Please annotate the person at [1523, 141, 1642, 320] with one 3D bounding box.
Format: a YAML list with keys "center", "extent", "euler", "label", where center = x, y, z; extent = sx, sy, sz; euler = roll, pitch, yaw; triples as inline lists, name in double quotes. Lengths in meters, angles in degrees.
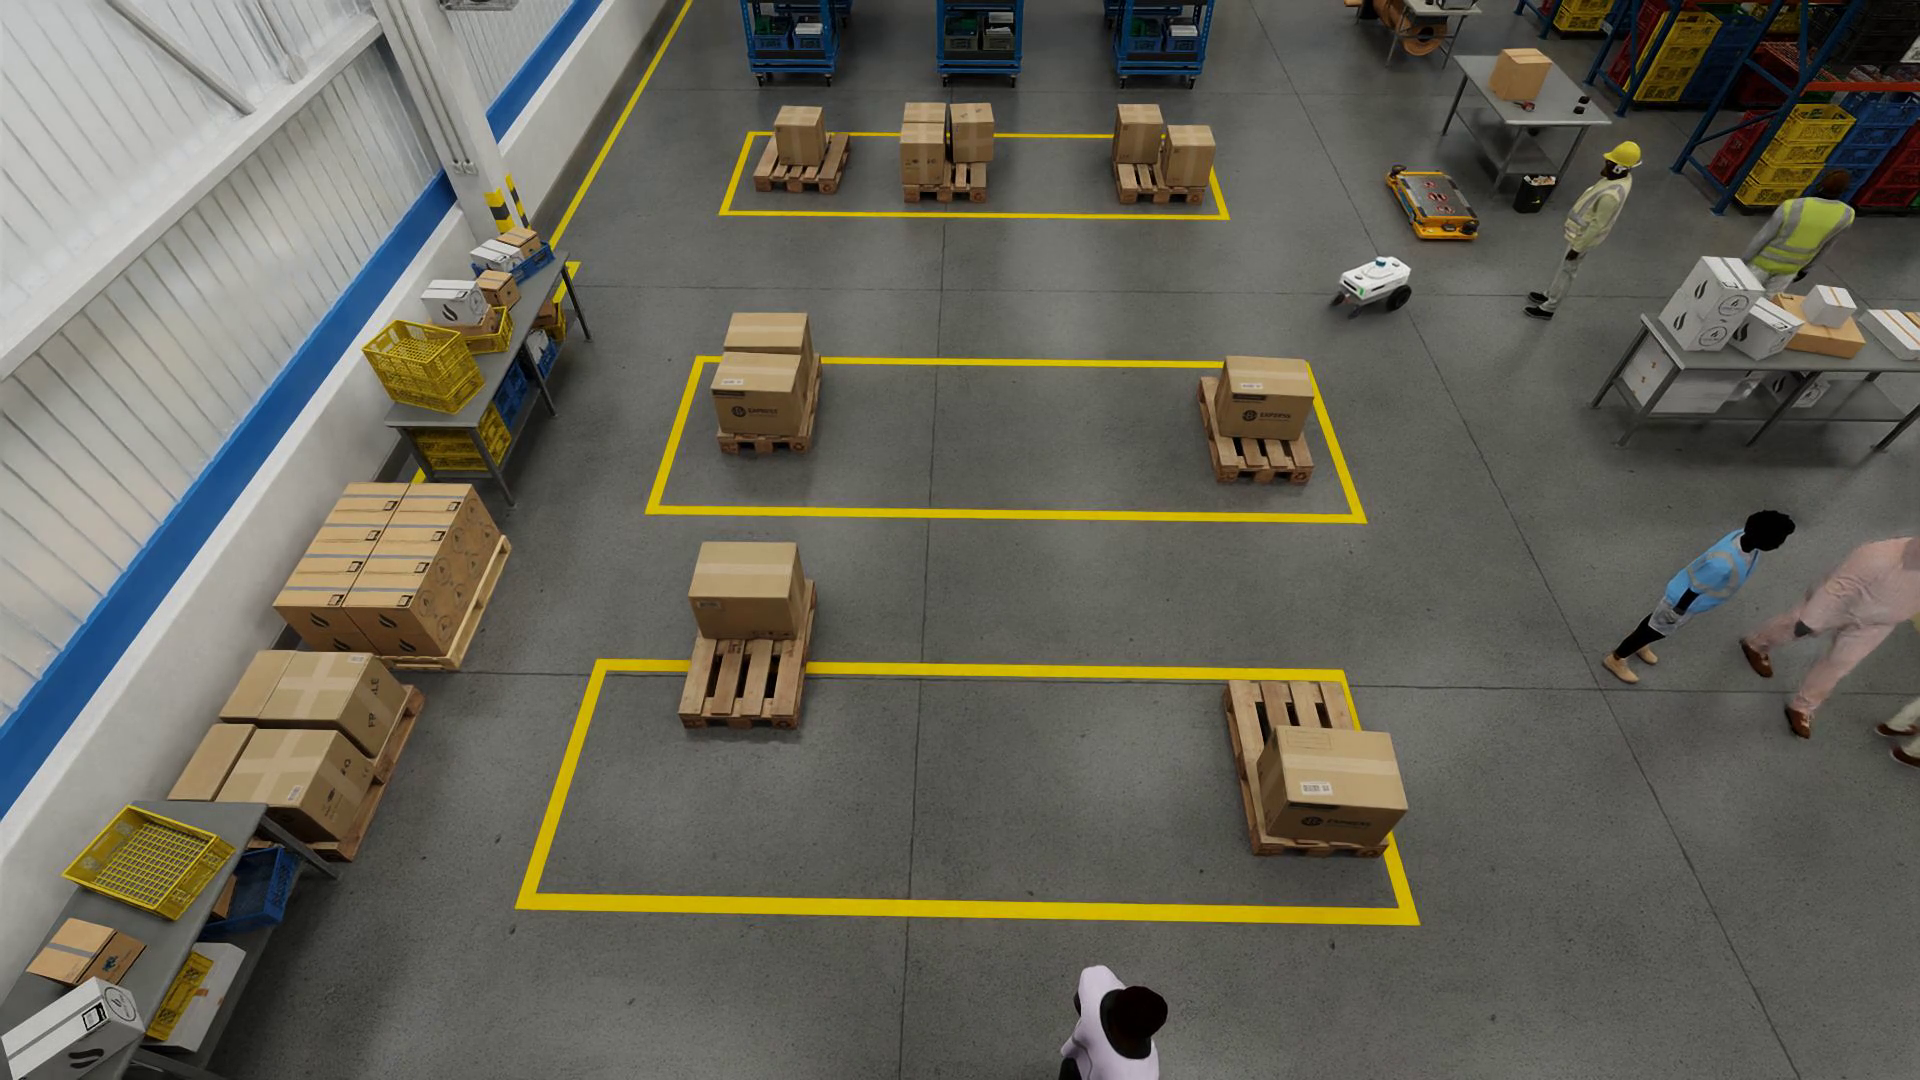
- center: [6.208, -3.057, 9.134]
  extent: [0.404, 1.835, 0.587]
  euler: [27, 54, 21]
  label: "person"

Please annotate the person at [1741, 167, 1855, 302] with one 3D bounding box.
- center: [7.820, -2.665, 8.790]
  extent: [0.634, 1.841, 0.429]
  euler: [13, 50, 11]
  label: "person"

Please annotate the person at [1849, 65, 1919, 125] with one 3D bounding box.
- center: [11.694, -5.844, 11.478]
  extent: [0.372, 1.940, 0.627]
  euler: [1, 49, 1]
  label: "person"

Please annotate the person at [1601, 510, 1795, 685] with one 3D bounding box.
- center: [5.005, 0.382, 6.253]
  extent: [0.537, 1.690, 0.320]
  euler: [-30, 56, -24]
  label: "person"

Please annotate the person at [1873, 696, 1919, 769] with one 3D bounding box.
- center: [6.617, 0.834, 5.748]
  extent: [0.312, 1.864, 0.530]
  euler: [3, 49, 3]
  label: "person"

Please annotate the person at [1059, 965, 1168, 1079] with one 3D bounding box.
- center: [0.687, 2.458, 4.305]
  extent: [0.391, 1.920, 0.587]
  euler: [-14, 51, -12]
  label: "person"

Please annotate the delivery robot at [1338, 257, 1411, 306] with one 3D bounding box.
- center: [4.358, -2.742, 9.642]
  extent: [0.707, 0.478, 0.477]
  euler: [-21, 52, -17]
  label: "delivery robot"

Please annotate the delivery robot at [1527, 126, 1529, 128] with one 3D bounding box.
- center: [7.771, -5.849, 12.331]
  extent: [0.477, 0.478, 0.707]
  euler: [26, 54, 21]
  label: "delivery robot"

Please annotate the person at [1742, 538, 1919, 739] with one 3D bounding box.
- center: [5.919, 0.527, 6.021]
  extent: [0.693, 1.847, 0.929]
  euler: [10, 50, 8]
  label: "person"

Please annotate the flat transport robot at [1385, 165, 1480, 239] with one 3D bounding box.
- center: [5.692, -4.094, 11.059]
  extent: [0.652, 0.197, 1.431]
  euler: [1, 49, 1]
  label: "flat transport robot"
